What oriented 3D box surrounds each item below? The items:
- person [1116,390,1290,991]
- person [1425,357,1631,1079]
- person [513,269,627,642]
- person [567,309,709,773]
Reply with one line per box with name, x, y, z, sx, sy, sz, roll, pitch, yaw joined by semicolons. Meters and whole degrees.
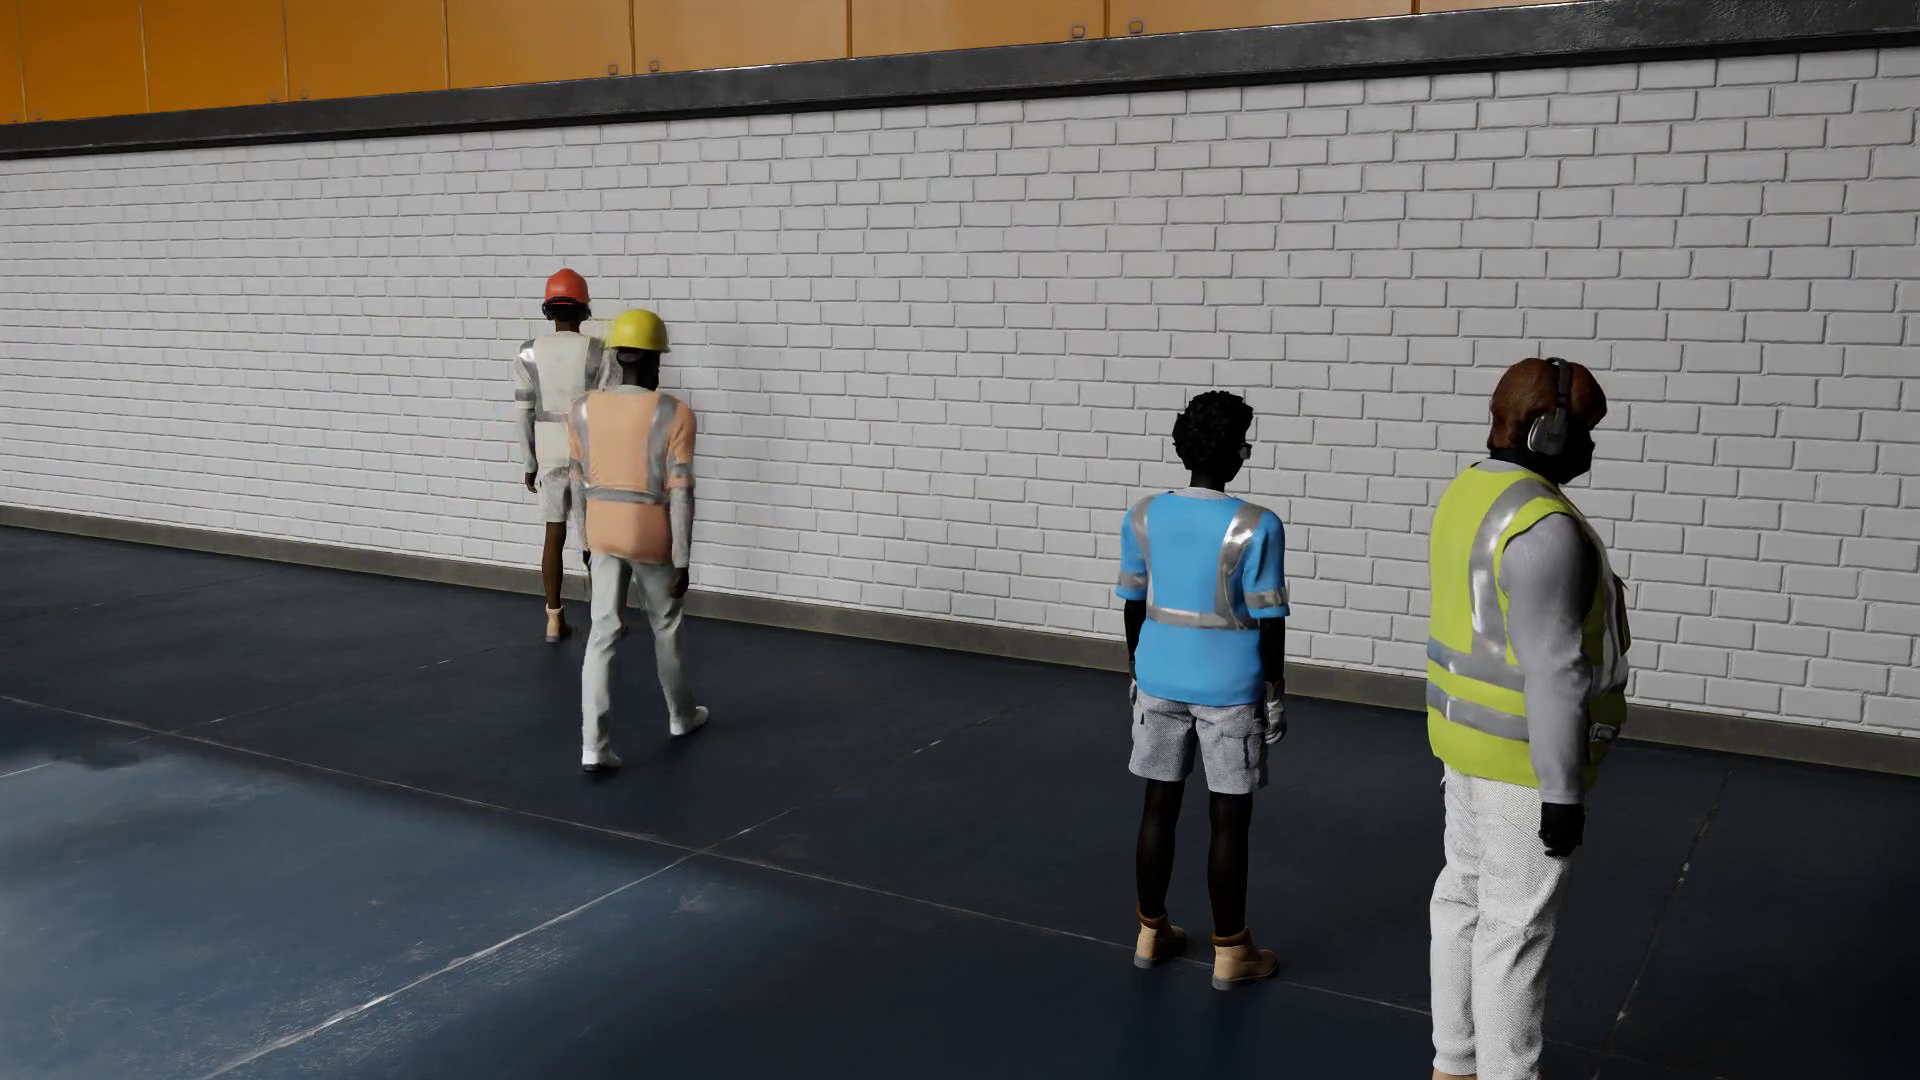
person;0.698;0.423;4.749;0.540;1.695;0.316;7;12;38
person;1.294;0.502;3.829;0.429;1.839;0.622;-1;9;-3
person;-2.115;-0.451;9.116;0.607;2.048;0.367;1;9;4
person;-1.355;-0.007;6.890;0.605;1.883;0.992;2;9;13
